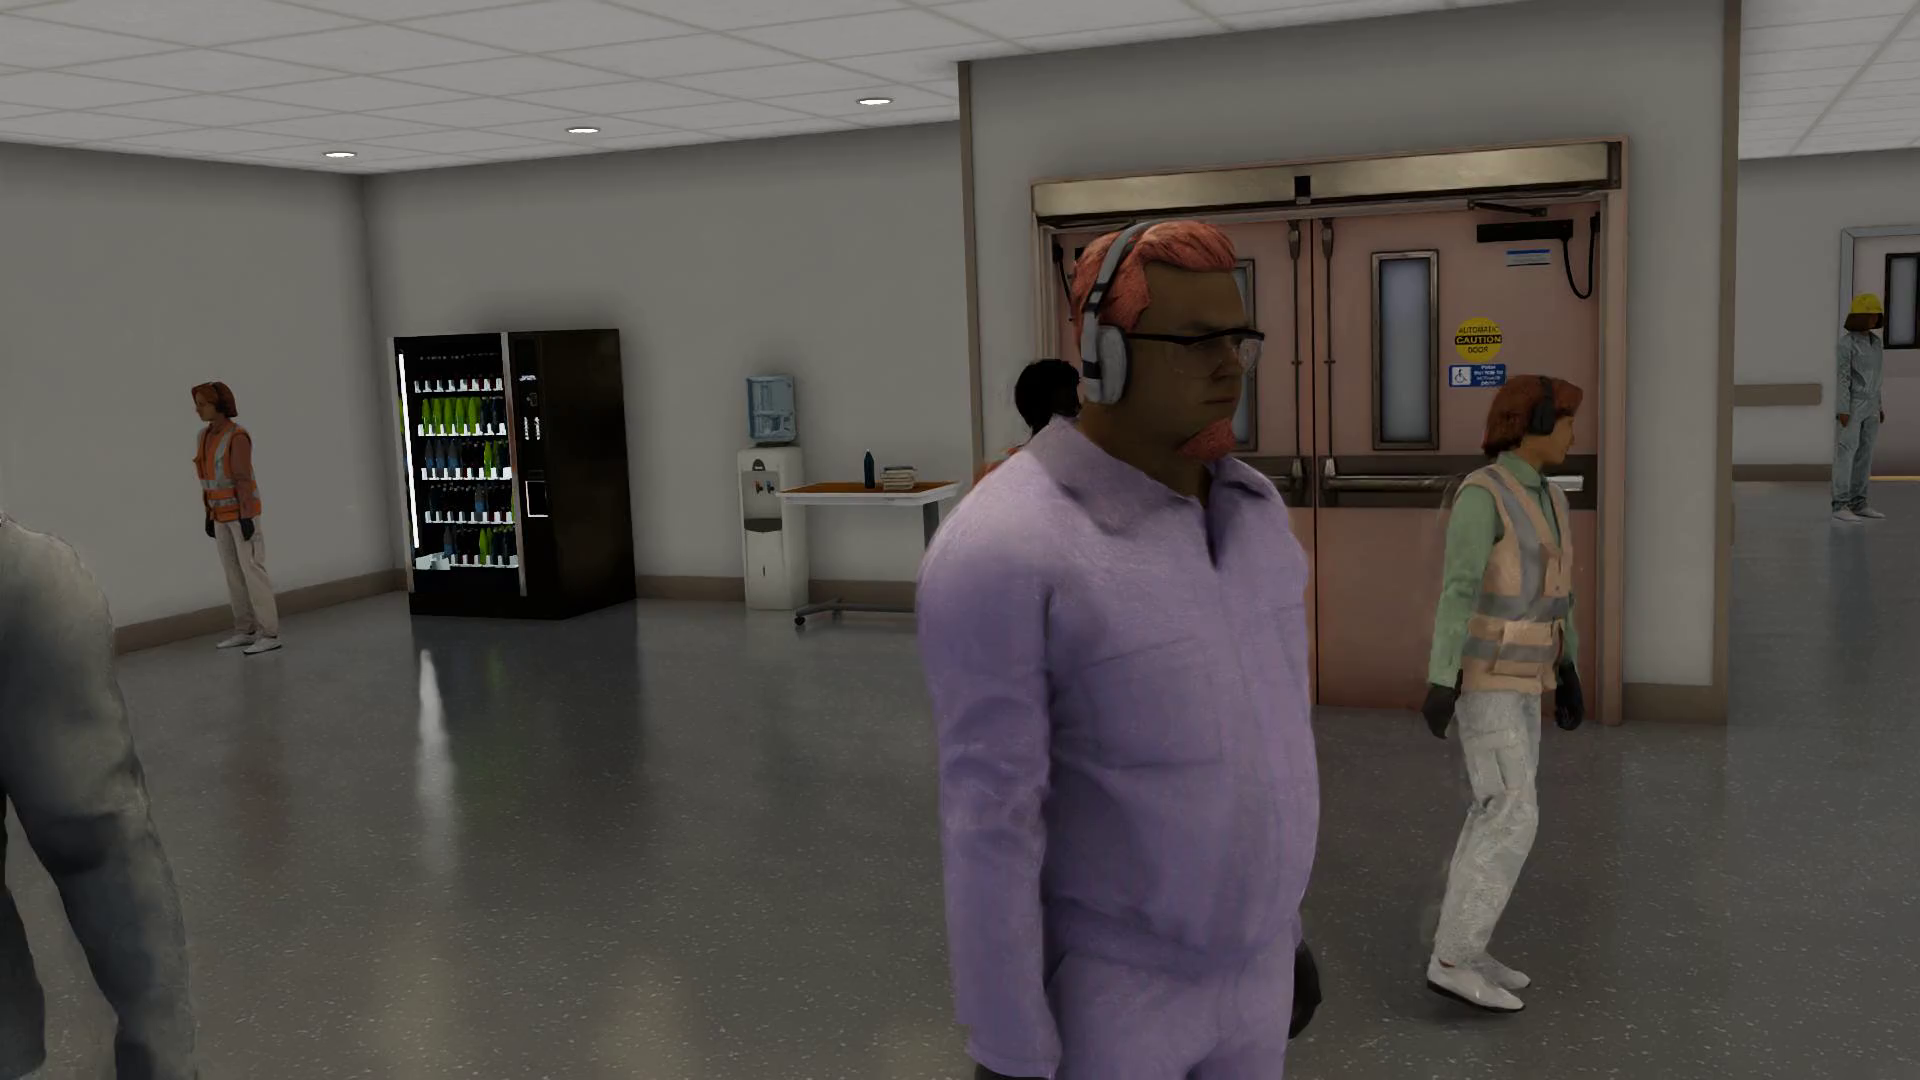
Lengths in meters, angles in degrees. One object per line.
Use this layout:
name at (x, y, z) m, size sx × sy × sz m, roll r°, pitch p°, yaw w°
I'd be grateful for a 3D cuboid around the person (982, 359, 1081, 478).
person at (0.247, 0.210, 5.707) m, size 0.784 × 1.670 × 0.537 m, roll 5°, pitch 10°, yaw 45°

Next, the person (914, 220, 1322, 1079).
person at (0.263, 0.554, 2.153) m, size 0.651 × 1.904 × 0.402 m, roll -9°, pitch 10°, yaw -44°

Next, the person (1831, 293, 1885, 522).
person at (6.921, -1.011, 12.751) m, size 0.494 × 1.743 × 0.305 m, roll -6°, pitch 8°, yaw -28°

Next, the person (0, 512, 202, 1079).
person at (-1.211, 0.640, 1.856) m, size 0.715 × 1.929 × 0.378 m, roll -6°, pitch 8°, yaw -24°

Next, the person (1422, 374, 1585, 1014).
person at (1.396, 0.380, 4.289) m, size 0.362 × 1.596 × 0.577 m, roll 3°, pitch 9°, yaw 38°

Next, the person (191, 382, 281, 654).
person at (-4.343, -0.130, 9.924) m, size 0.531 × 1.626 × 0.322 m, roll 4°, pitch 10°, yaw 40°
